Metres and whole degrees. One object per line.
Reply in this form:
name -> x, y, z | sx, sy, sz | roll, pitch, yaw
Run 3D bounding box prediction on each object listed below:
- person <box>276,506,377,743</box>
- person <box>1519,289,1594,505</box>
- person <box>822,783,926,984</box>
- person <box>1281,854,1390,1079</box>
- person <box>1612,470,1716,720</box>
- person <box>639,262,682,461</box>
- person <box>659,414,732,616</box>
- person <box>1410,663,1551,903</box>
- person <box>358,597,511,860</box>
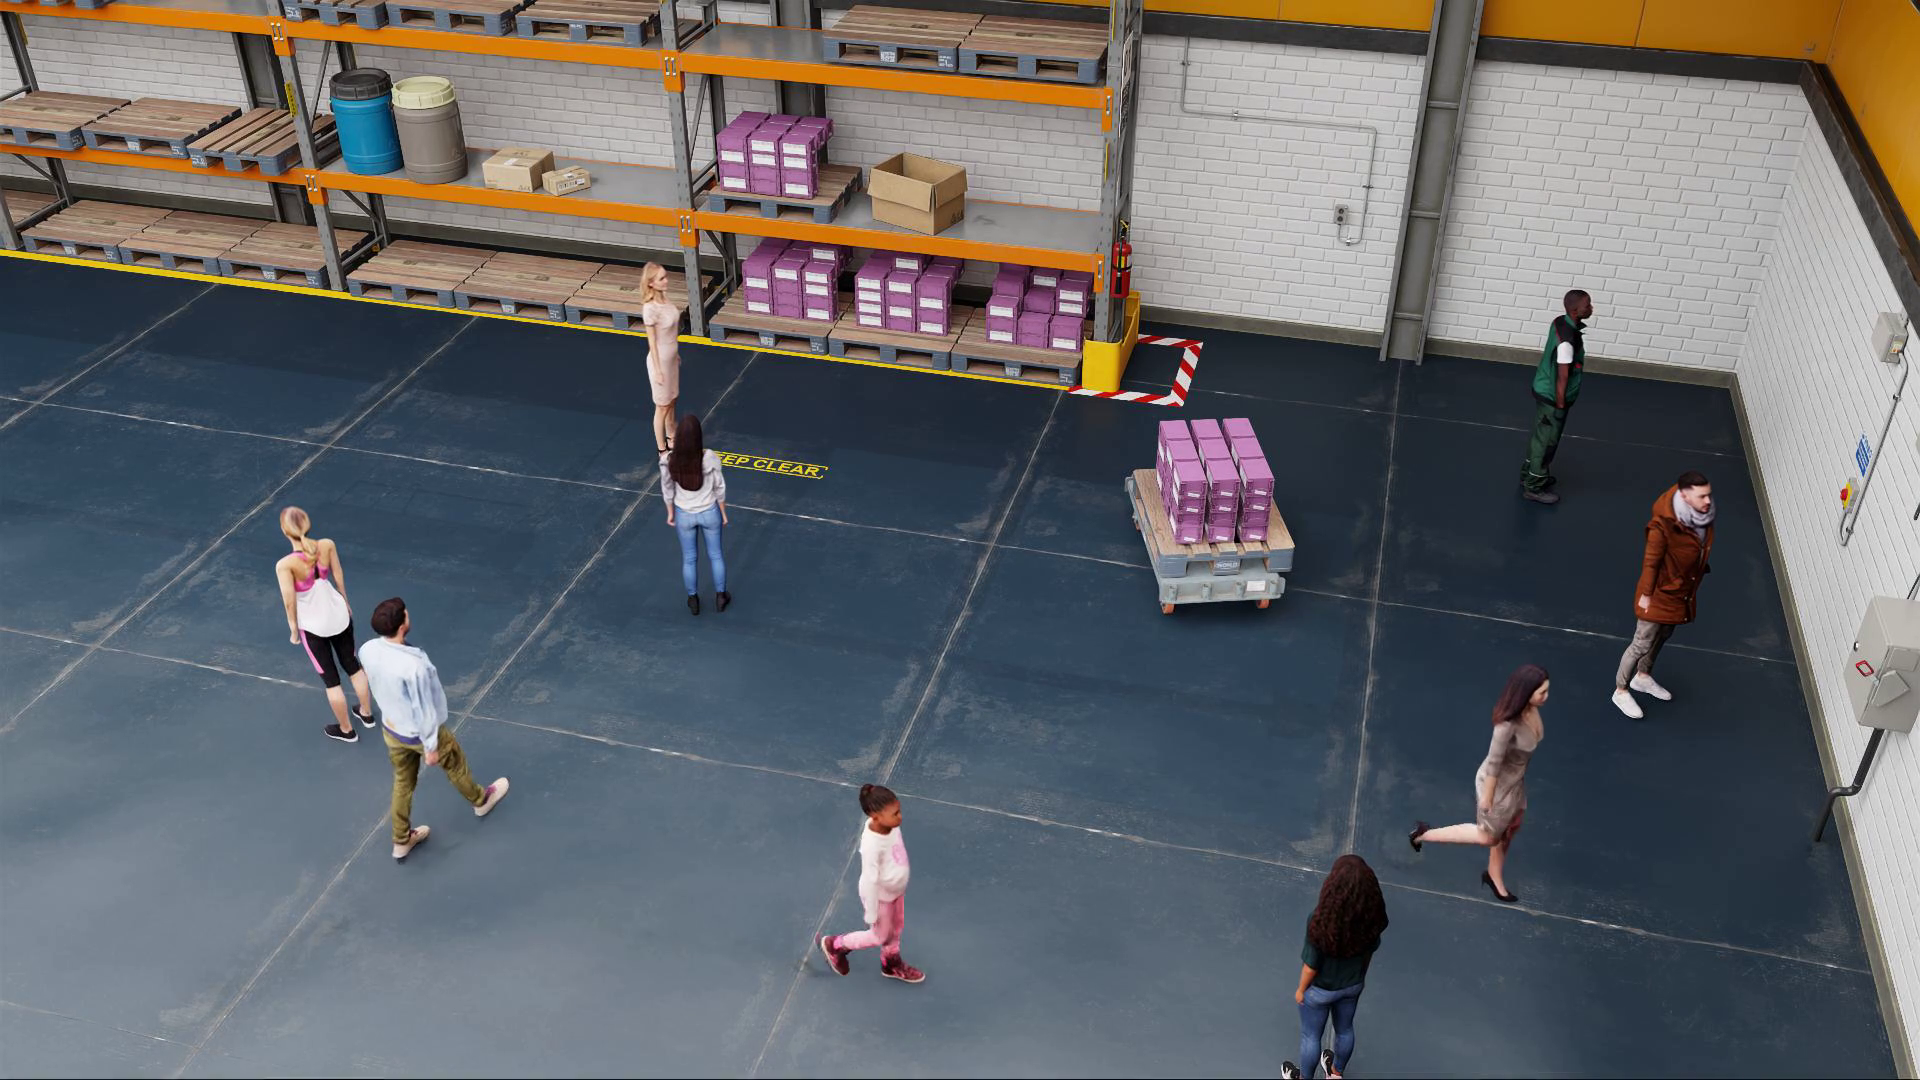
person -> -4.154, 0.551, 10.875 | 0.632, 1.787, 0.662 | 22, 39, 29
person -> 4.806, -1.177, 13.428 | 0.610, 1.840, 0.689 | 6, 34, 9
person -> -0.493, 1.899, 9.165 | 0.792, 1.435, 0.552 | 9, 35, 14
person -> 1.908, 2.240, 8.488 | 0.684, 1.617, 0.767 | -9, 35, -14
person -> 4.727, 0.337, 11.151 | 0.854, 1.839, 0.902 | -23, 40, -30
person -> -2.481, -1.470, 13.876 | 0.485, 1.830, 0.566 | 9, 35, 13
person -> -1.907, -0.177, 12.110 | 0.583, 1.633, 0.729 | -4, 34, -7
person -> 3.069, 1.392, 9.661 | 1.015, 1.731, 0.784 | 20, 38, 27
person -> -3.334, 1.169, 9.958 | 1.093, 1.774, 0.960 | 19, 38, 26
